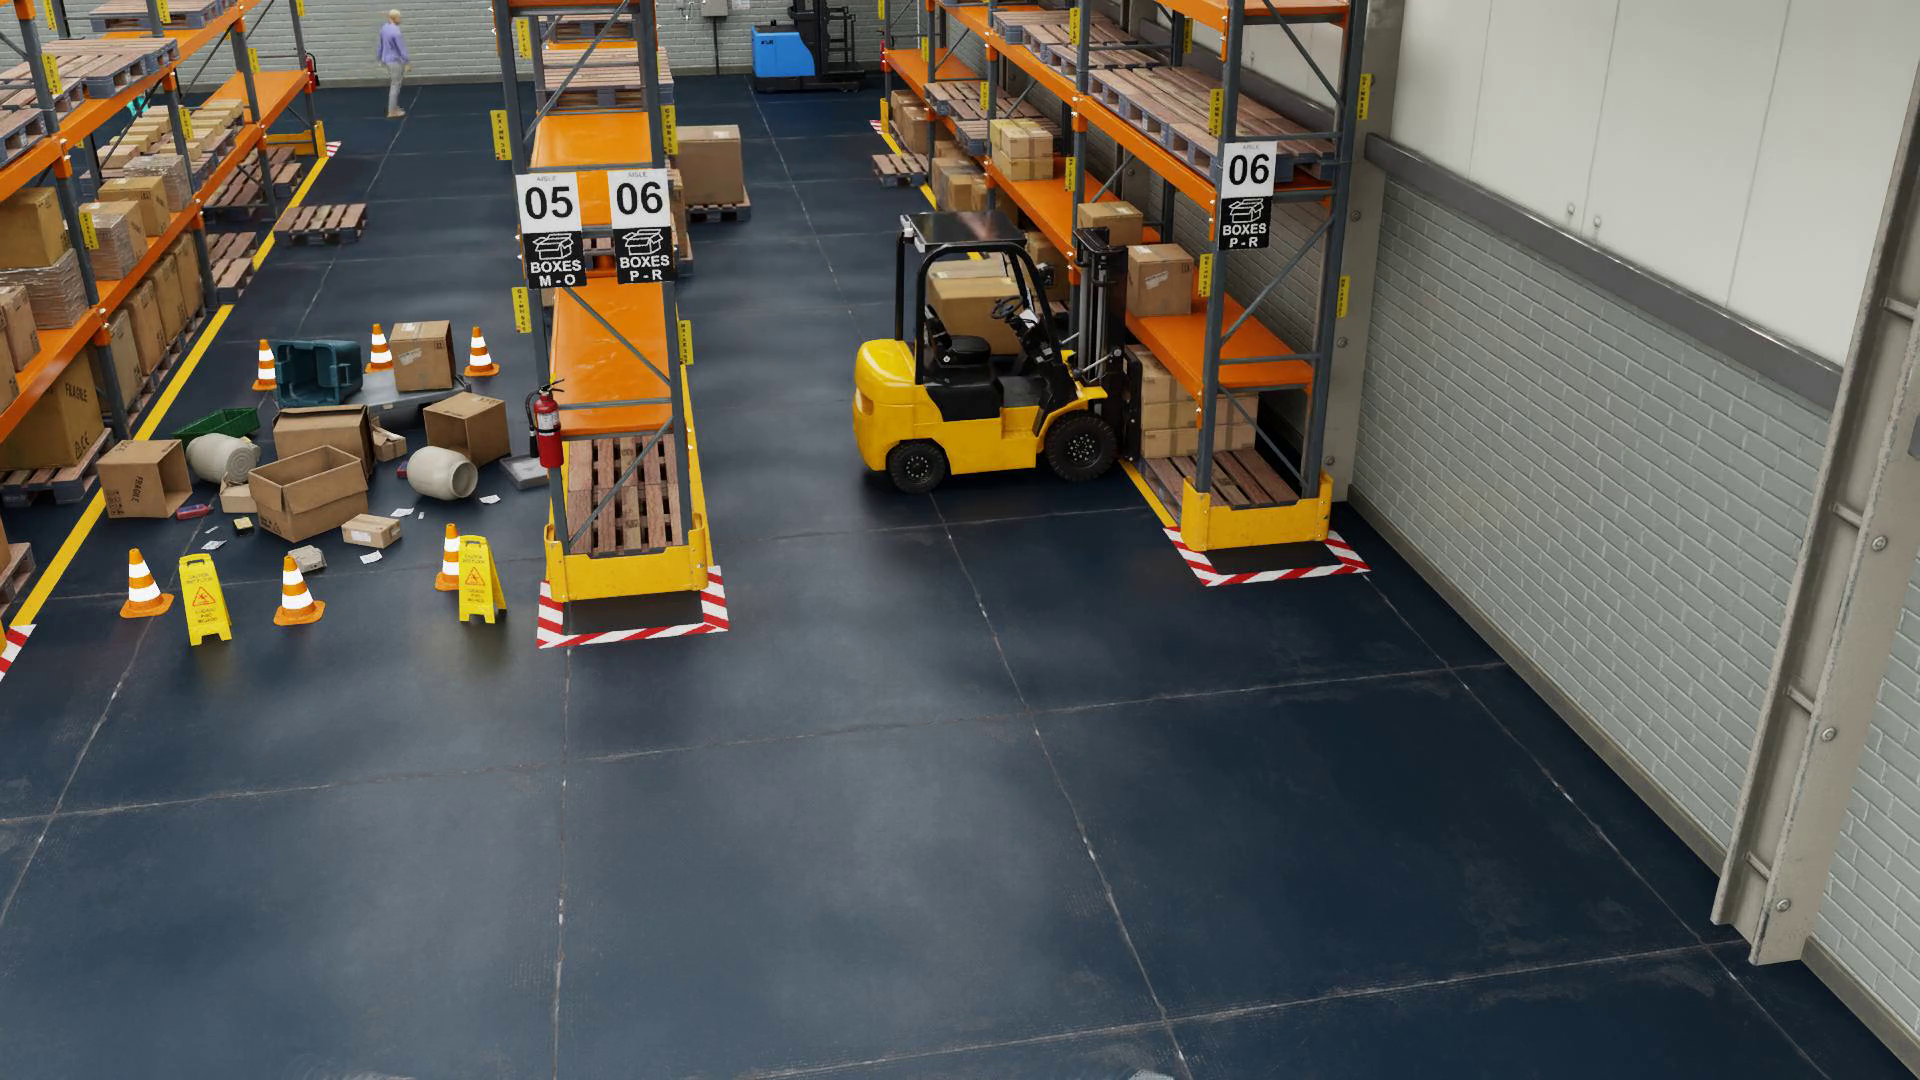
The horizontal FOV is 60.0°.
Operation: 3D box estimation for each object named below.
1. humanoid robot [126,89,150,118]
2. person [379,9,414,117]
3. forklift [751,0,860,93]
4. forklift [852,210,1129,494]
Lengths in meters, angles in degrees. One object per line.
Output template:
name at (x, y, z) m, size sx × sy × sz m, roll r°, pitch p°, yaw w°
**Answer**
humanoid robot at (-12.809, -6.897, 25.785) m, size 0.532 × 1.733 × 0.974 m, roll -18°, pitch 31°, yaw -33°
person at (-9.626, -8.099, 28.266) m, size 0.491 × 1.763 × 0.610 m, roll -22°, pitch 33°, yaw -38°
forklift at (-2.872, -9.679, 30.288) m, size 1.873 × 2.768 × 1.129 m, roll -5°, pitch 26°, yaw -10°
forklift at (0.216, -1.659, 14.366) m, size 2.313 × 2.155 × 1.214 m, roll -5°, pitch 26°, yaw -10°
